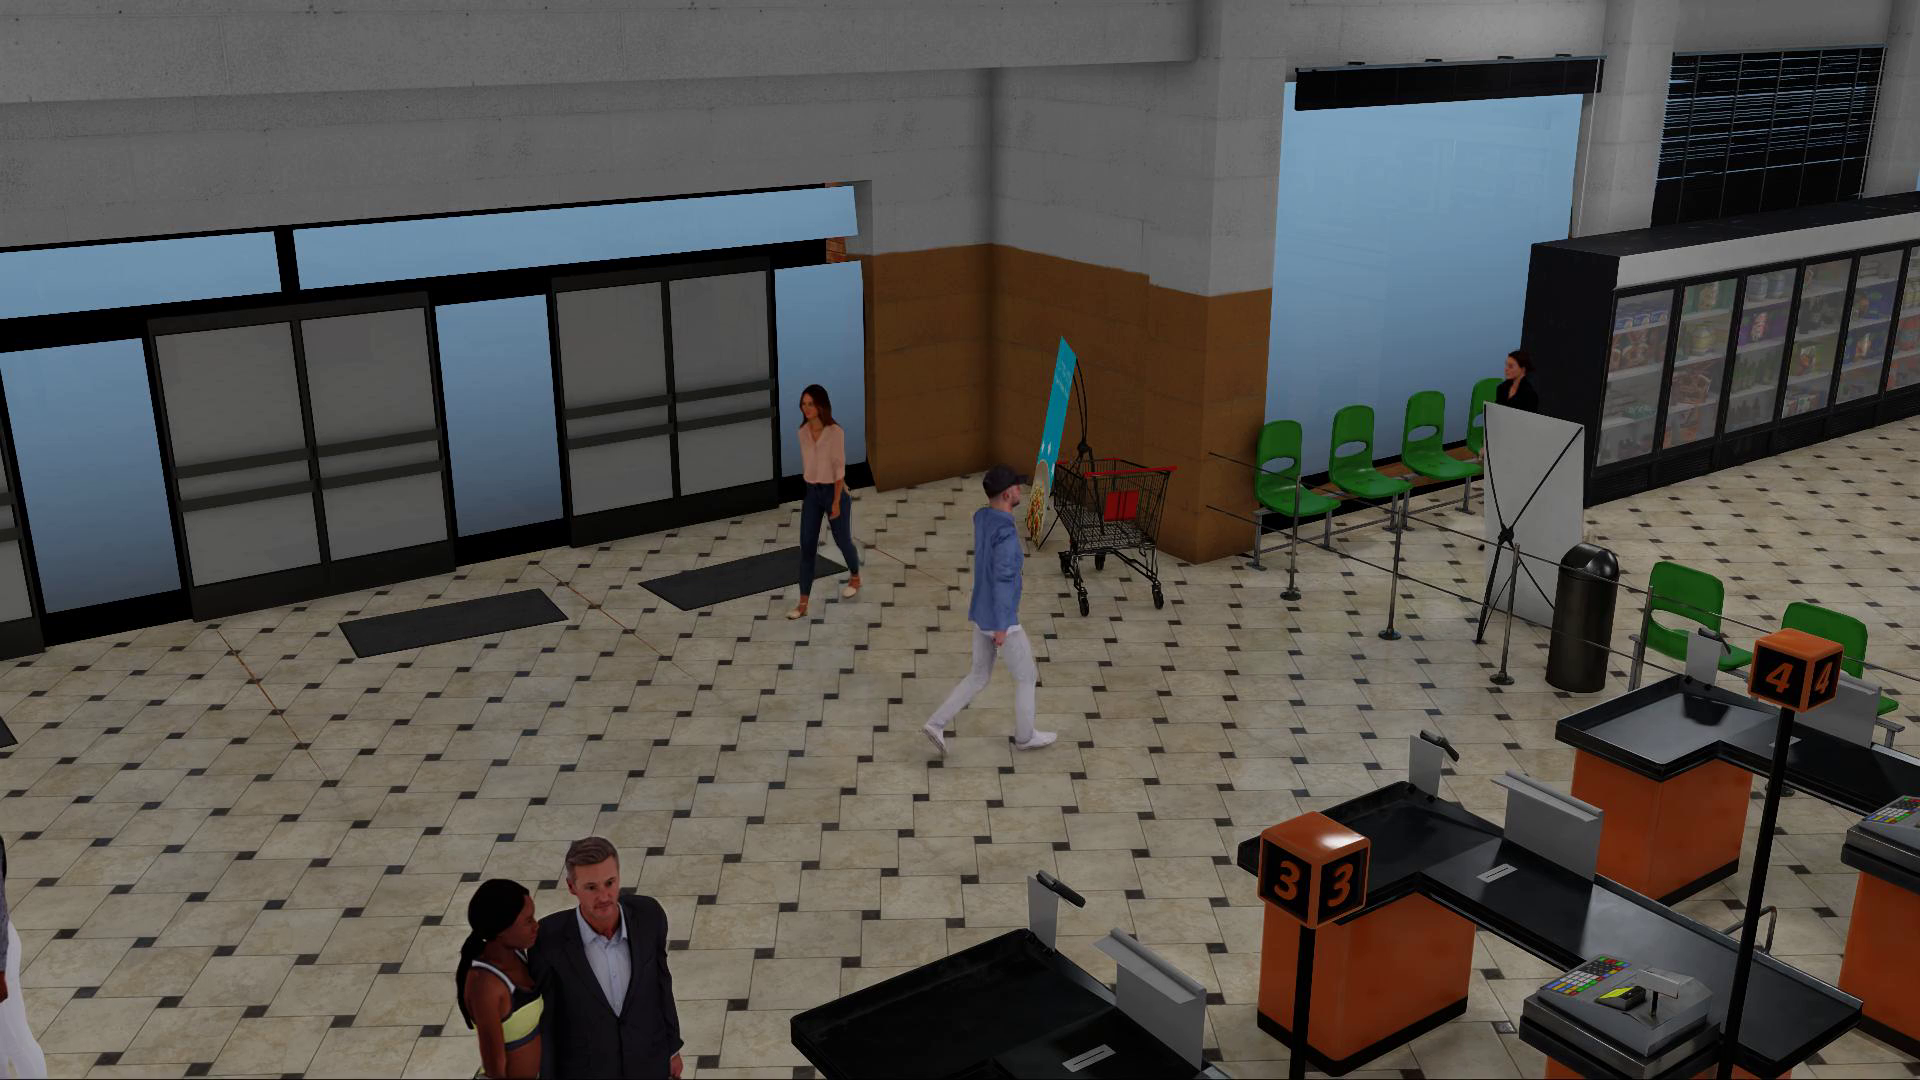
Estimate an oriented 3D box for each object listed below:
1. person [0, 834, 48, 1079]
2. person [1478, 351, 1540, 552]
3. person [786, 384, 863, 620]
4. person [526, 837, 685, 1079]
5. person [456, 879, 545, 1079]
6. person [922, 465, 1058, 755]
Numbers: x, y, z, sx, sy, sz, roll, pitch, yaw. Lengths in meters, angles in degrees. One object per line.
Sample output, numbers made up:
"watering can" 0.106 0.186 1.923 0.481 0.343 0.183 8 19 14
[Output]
"person" -3.935 1.676 6.670 0.606 1.725 0.728 10 21 27
"person" 4.687 -0.733 13.858 0.831 1.699 0.765 -5 19 -15
"person" -0.944 -0.309 12.529 1.150 1.743 1.006 9 21 26
"person" -1.239 1.874 5.903 0.721 1.841 0.576 -12 22 -31
"person" -1.594 1.966 5.772 0.725 1.749 0.655 2 19 5
"person" 0.150 0.460 10.061 0.855 1.864 1.095 -8 20 -23
